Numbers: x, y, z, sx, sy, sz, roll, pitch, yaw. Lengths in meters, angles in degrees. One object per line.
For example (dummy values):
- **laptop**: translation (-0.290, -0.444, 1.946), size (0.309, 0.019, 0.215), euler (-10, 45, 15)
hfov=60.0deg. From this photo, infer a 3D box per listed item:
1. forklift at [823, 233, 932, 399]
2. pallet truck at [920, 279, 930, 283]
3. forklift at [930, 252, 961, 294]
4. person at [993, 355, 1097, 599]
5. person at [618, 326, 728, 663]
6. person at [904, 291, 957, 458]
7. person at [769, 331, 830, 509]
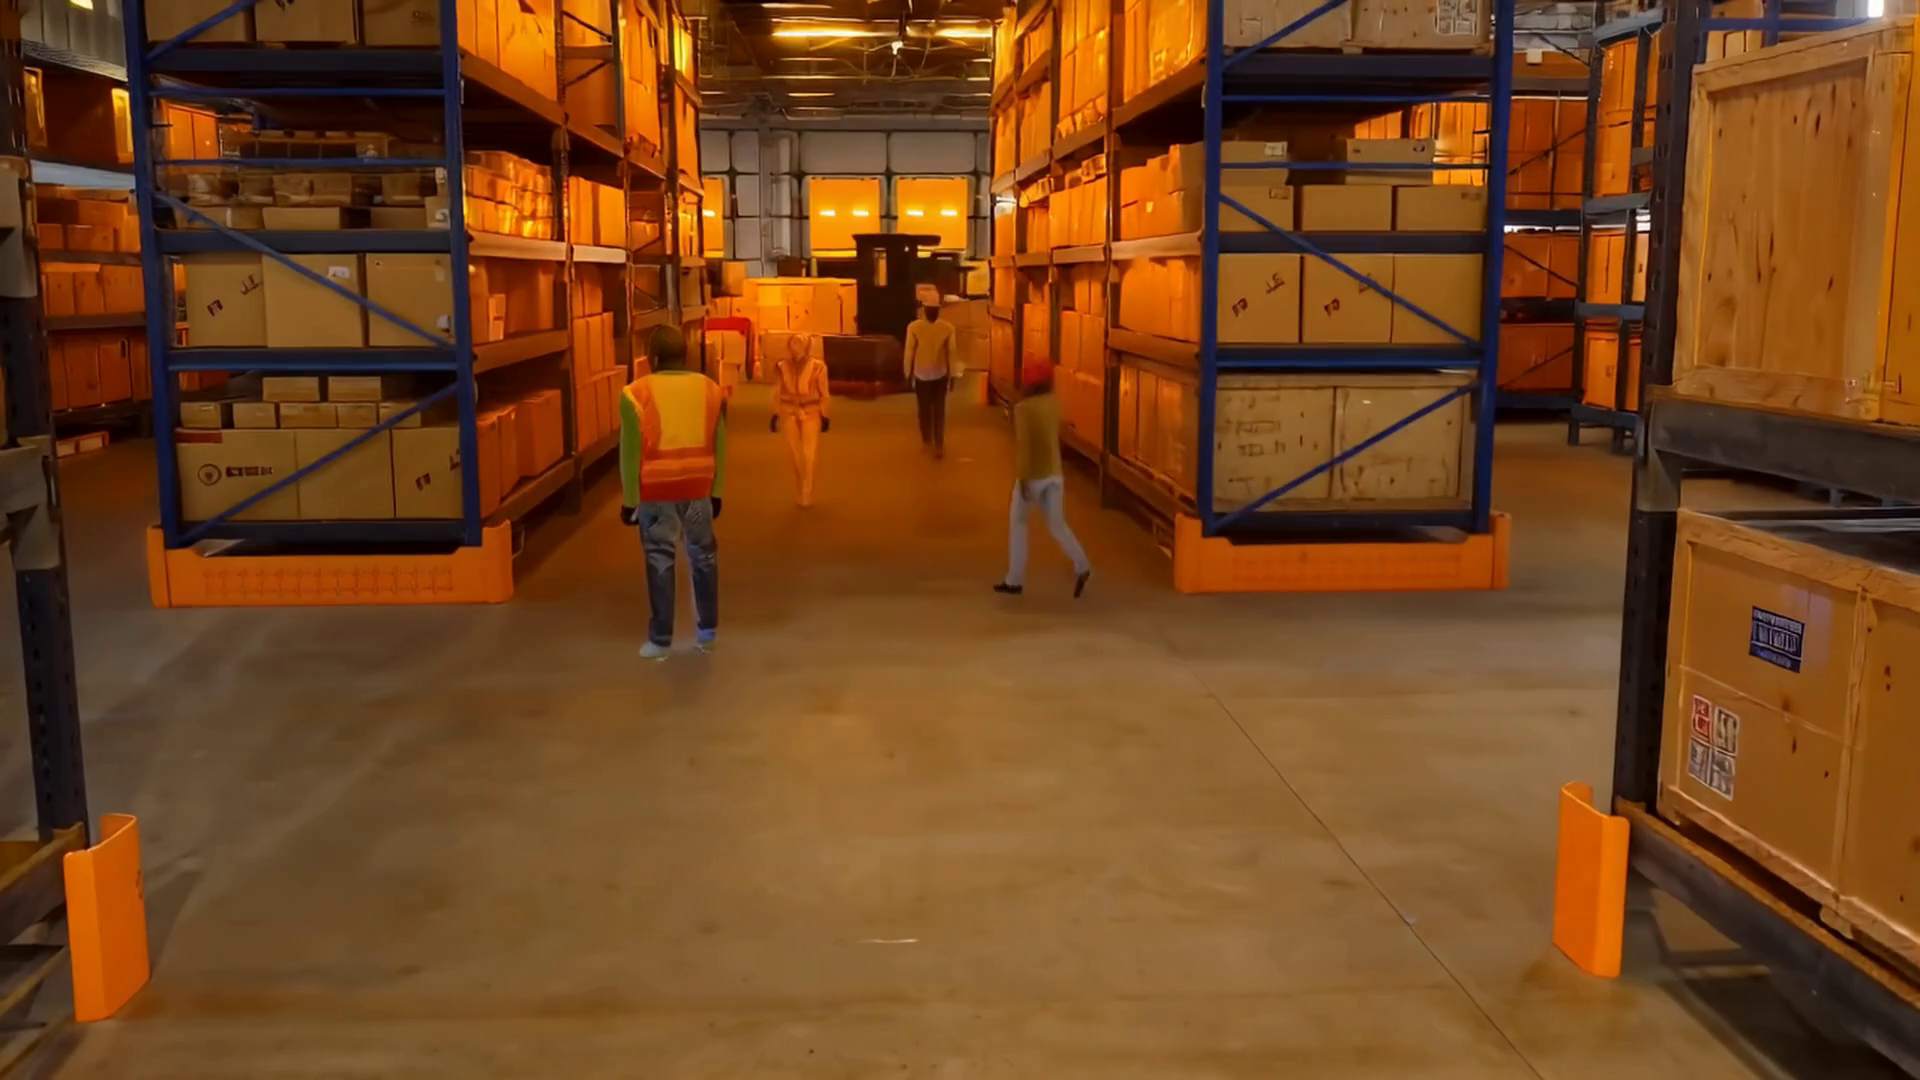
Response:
- **forklift**: translation (-1.403, -3.890, 28.755), size (1.129, 2.768, 1.873), euler (8, 12, 40)
- **pallet truck**: translation (-0.932, -8.922, 63.114), size (1.885, 1.965, 0.823), euler (2, 9, 13)
- **forklift**: translation (-0.462, -7.660, 52.429), size (1.129, 2.768, 1.873), euler (-6, 11, -32)
- **person**: translation (0.569, -0.405, 10.857), size (0.505, 1.603, 0.713), euler (-7, 11, -38)
- **person**: translation (-1.583, -0.248, 9.142), size (0.624, 1.845, 0.430), euler (-5, 11, -31)
- **person**: translation (-0.353, -1.969, 19.661), size (0.621, 1.948, 1.039), euler (0, 9, -1)
- **person**: translation (-1.483, -1.087, 15.104), size (0.535, 1.605, 0.744), euler (2, 9, 10)
